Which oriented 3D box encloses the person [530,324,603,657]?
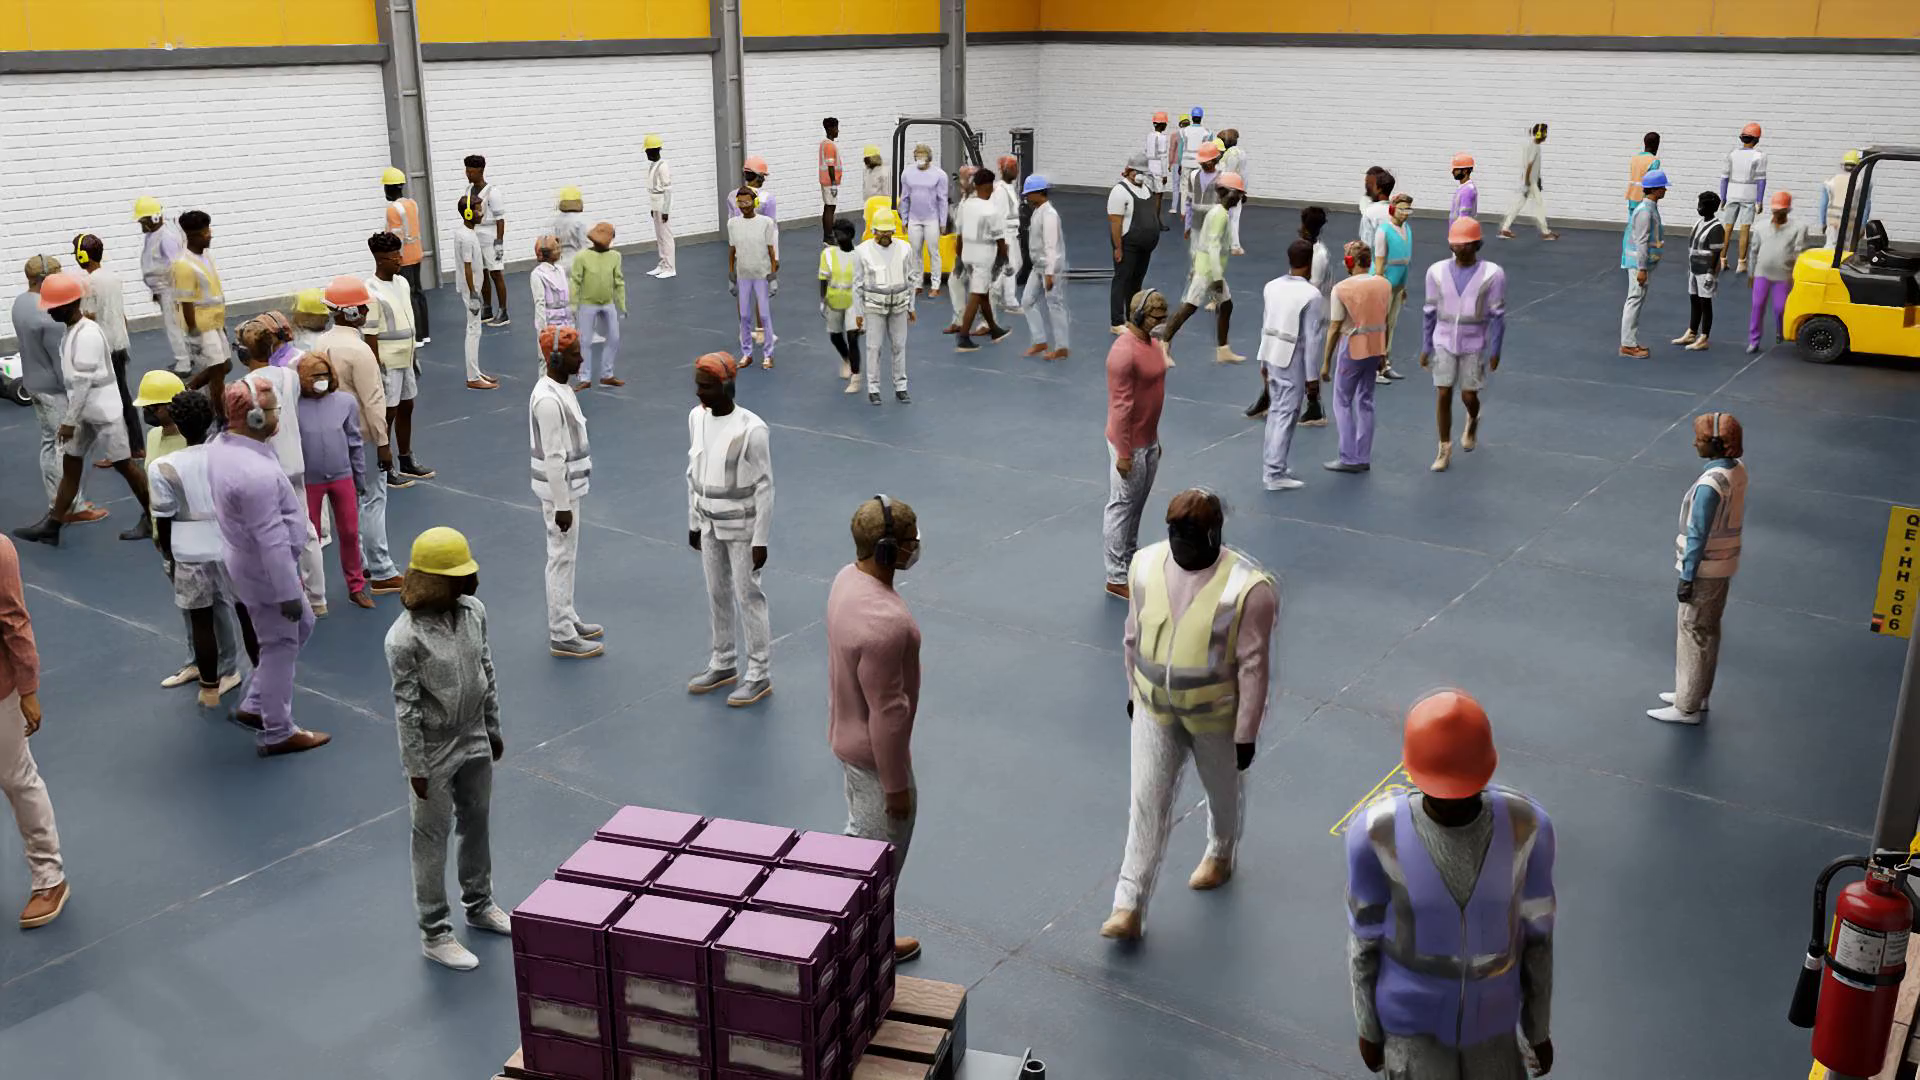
[{"bbox_3d":[-2.235,-0.278,9.379,0.337,1.883,0.584,-3,18,-9],"label":"person"}]

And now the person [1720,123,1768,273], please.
[{"bbox_3d":[10.850,-4.736,23.065,0.379,2.045,0.605,-16,23,-40],"label":"person"}]

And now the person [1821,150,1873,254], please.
[{"bbox_3d":[11.408,-4.090,21.405,0.607,1.809,0.733,16,24,40],"label":"person"}]

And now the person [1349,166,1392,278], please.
[{"bbox_3d":[4.470,-3.150,18.341,0.817,1.888,0.620,-8,19,-23],"label":"person"}]

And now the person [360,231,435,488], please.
[{"bbox_3d":[-4.334,-1.377,12.709,0.370,1.958,0.598,3,18,10],"label":"person"}]

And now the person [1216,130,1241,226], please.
[{"bbox_3d":[3.916,-5.145,24.700,0.446,1.833,0.660,-3,18,-10],"label":"person"}]

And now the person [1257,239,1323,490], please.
[{"bbox_3d":[2.484,-1.321,12.620,0.423,1.903,0.613,-8,19,-24],"label":"person"}]

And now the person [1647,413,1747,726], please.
[{"bbox_3d":[3.774,0.150,8.449,0.332,1.631,0.516,14,23,38],"label":"person"}]

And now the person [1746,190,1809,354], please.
[{"bbox_3d":[8.676,-2.862,17.699,0.573,1.728,0.578,13,22,36],"label":"person"}]

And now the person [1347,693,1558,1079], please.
[{"bbox_3d":[1.315,1.256,4.538,0.586,1.909,0.582,1,18,3],"label":"person"}]

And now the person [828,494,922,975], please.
[{"bbox_3d":[-0.295,0.767,6.034,0.358,1.934,0.626,-4,18,-12],"label":"person"}]

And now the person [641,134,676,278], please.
[{"bbox_3d":[-4.095,-4.538,22.640,0.383,1.923,0.588,-8,20,-25],"label":"person"}]

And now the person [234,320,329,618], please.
[{"bbox_3d":[-4.008,-0.371,9.733,0.336,1.844,0.508,7,19,21],"label":"person"}]

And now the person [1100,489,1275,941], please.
[{"bbox_3d":[0.893,0.670,6.561,0.650,1.790,0.984,10,20,29],"label":"person"}]

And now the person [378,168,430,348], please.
[{"bbox_3d":[-5.986,-3.022,17.892,0.388,1.927,0.589,1,18,4],"label":"person"}]

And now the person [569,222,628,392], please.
[{"bbox_3d":[-3.492,-2.226,15.923,0.631,1.614,0.301,-12,21,-32],"label":"person"}]

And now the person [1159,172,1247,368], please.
[{"bbox_3d":[2.449,-2.747,16.987,0.960,1.978,0.651,4,18,12],"label":"person"}]

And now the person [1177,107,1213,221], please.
[{"bbox_3d":[4.047,-6.472,28.676,0.601,1.940,0.414,3,18,10],"label":"person"}]

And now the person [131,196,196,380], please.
[{"bbox_3d":[-7.864,-2.499,16.478,0.420,1.816,0.628,-13,22,-36],"label":"person"}]

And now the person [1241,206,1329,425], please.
[{"bbox_3d":[2.885,-1.952,14.543,0.713,1.923,0.663,0,18,-1],"label":"person"}]

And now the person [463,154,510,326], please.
[{"bbox_3d":[-5.485,-3.455,19.182,0.614,1.963,0.362,13,22,36],"label":"person"}]

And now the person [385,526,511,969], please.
[{"bbox_3d":[-1.910,0.781,6.310,0.320,1.738,0.485,9,20,25],"label":"person"}]

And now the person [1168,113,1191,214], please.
[{"bbox_3d":[3.983,-6.727,29.764,0.531,1.755,0.343,-3,18,-10],"label":"person"}]

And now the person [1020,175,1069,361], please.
[{"bbox_3d":[0.866,-2.803,17.234,0.631,1.901,0.716,-4,18,-13],"label":"person"}]

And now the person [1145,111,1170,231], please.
[{"bbox_3d":[3.263,-6.073,27.420,0.359,1.938,0.547,-9,20,-25],"label":"person"}]

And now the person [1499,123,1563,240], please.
[{"bbox_3d":[9.102,-5.678,26.394,0.973,1.809,0.542,5,18,16],"label":"person"}]

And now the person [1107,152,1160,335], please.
[{"bbox_3d":[1.981,-3.333,18.681,0.535,2.000,0.684,14,23,38],"label":"person"}]

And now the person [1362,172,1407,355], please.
[{"bbox_3d":[4.403,-2.872,17.433,0.591,1.922,0.390,-12,21,-33],"label":"person"}]

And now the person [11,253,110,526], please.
[{"bbox_3d":[-6.373,-1.050,11.731,0.635,1.929,0.381,14,23,38],"label":"person"}]

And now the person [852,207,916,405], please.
[{"bbox_3d":[-0.693,-2.153,15.355,0.601,1.819,0.403,-6,19,-19],"label":"person"}]

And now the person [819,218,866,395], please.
[{"bbox_3d":[-1.082,-2.290,16.063,0.523,1.643,0.808,5,18,14],"label":"person"}]

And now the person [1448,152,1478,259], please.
[{"bbox_3d":[5.914,-3.609,19.724,0.387,1.931,0.543,4,18,13],"label":"person"}]
